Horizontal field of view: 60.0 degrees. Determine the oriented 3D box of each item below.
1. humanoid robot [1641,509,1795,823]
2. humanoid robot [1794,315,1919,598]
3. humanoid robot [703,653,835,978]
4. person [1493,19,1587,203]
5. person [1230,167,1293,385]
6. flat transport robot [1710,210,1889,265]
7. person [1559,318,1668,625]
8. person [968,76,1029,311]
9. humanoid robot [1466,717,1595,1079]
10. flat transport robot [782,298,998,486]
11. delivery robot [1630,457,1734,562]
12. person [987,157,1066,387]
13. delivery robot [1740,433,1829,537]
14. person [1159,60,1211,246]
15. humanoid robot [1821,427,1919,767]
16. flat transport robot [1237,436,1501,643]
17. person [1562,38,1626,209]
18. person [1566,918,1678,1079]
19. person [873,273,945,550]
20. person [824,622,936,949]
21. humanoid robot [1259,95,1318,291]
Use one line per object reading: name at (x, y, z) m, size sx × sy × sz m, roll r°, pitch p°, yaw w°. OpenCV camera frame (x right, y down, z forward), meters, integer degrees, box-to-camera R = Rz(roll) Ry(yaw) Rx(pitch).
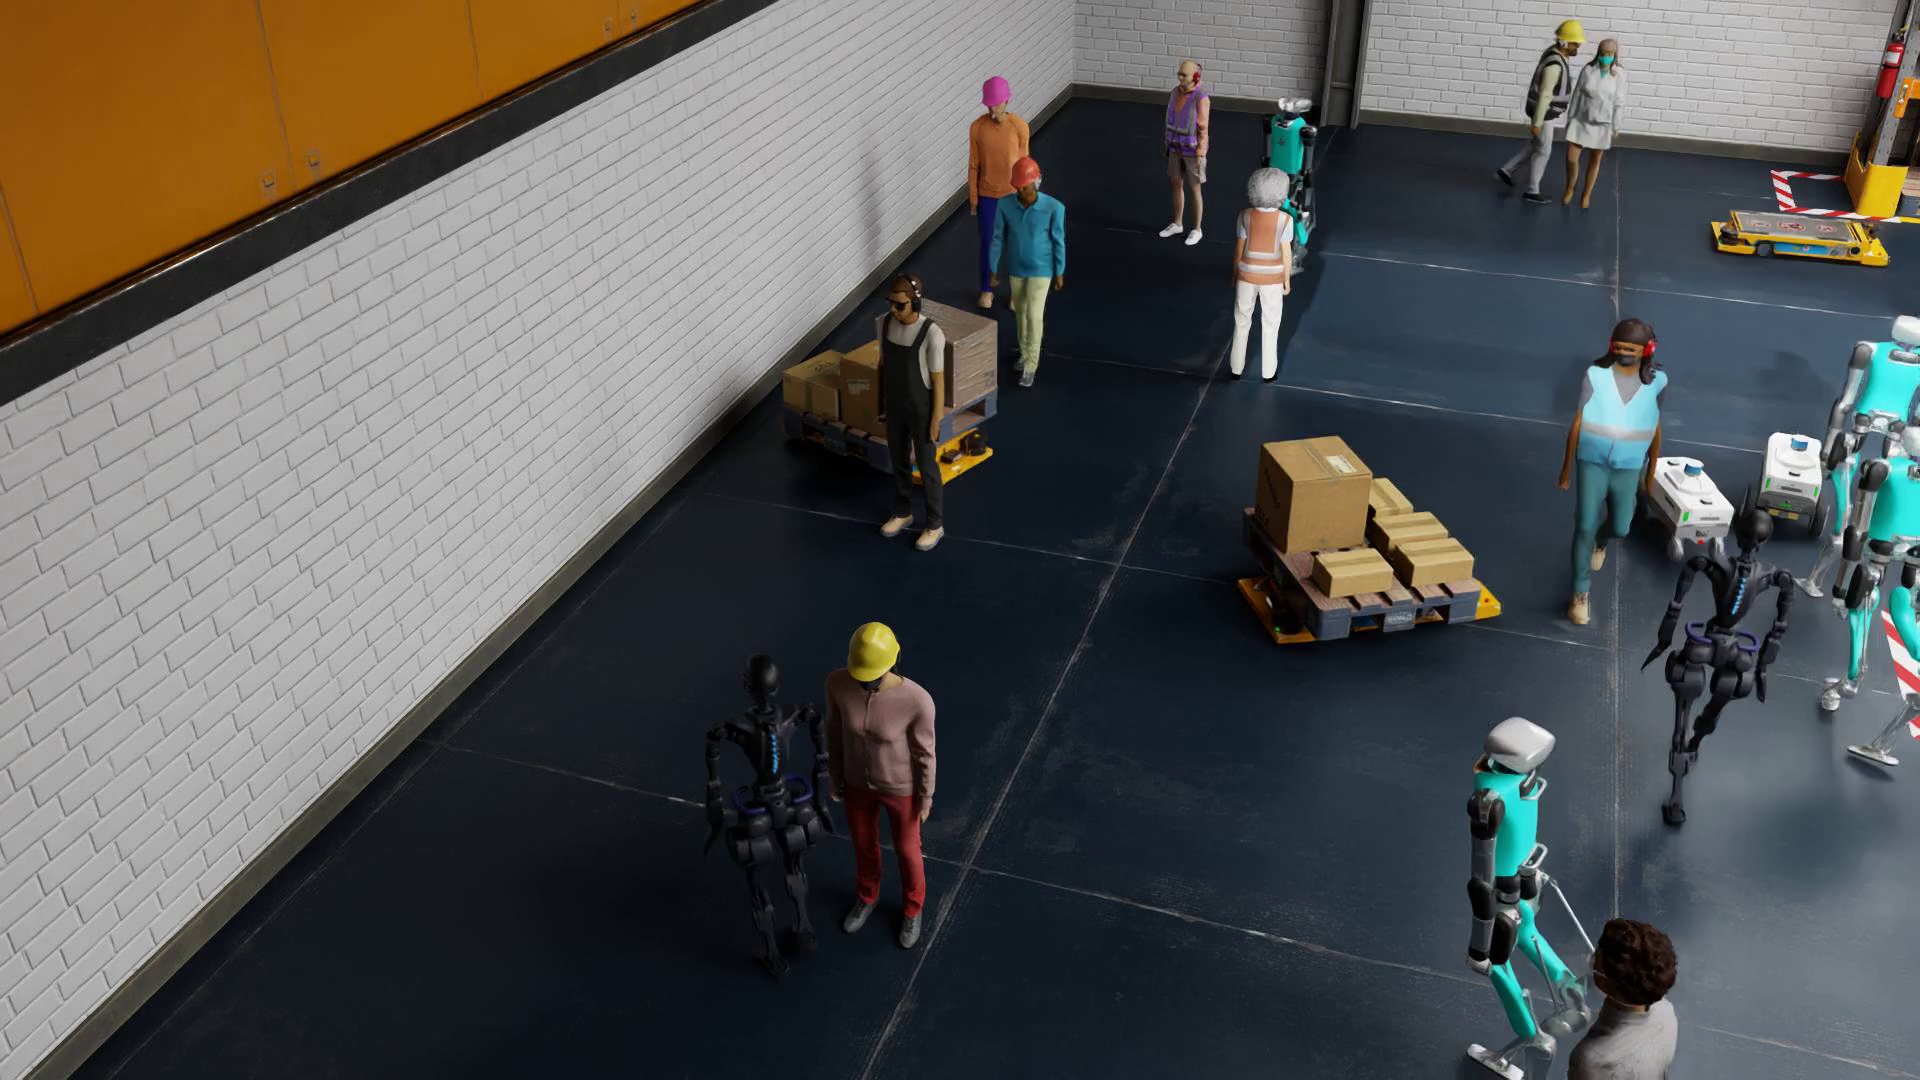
humanoid robot at (3.749, 0.578, 8.304) m, size 0.595 × 1.628 × 0.808 m, roll 9°, pitch 32°, yaw 15°
humanoid robot at (5.393, -0.381, 9.857) m, size 0.571 × 1.798 × 0.730 m, roll 11°, pitch 32°, yaw 18°
humanoid robot at (-0.829, 1.195, 7.207) m, size 0.589 × 1.657 × 0.333 m, roll -12°, pitch 33°, yaw -20°
person at (5.669, -4.195, 16.253) m, size 0.624 × 1.802 × 0.612 m, roll 10°, pitch 32°, yaw 16°
person at (2.280, -1.993, 12.611) m, size 0.455 × 1.687 × 0.304 m, roll 9°, pitch 32°, yaw 14°
flat transport robot at (7.750, -2.794, 15.379) m, size 1.431 × 0.231 × 0.659 m, roll 8°, pitch 31°, yaw 13°
person at (3.840, -0.447, 9.829) m, size 0.545 × 1.839 × 0.721 m, roll 7°, pitch 31°, yaw 12°
person at (0.318, -2.883, 13.859) m, size 0.518 × 1.972 × 0.404 m, roll 4°, pitch 31°, yaw 7°
humanoid robot at (2.308, 1.606, 6.545) m, size 0.793 × 1.883 × 0.536 m, roll 20°, pitch 36°, yaw 31°
flat transport robot at (-0.525, -0.760, 11.918) m, size 1.431 × 0.231 × 0.659 m, roll 22°, pitch 37°, yaw 33°
delivery robot at (4.678, -0.241, 10.762) m, size 0.499 × 0.604 × 0.801 m, roll -1°, pitch 30°, yaw -1°
person at (0.460, -2.031, 12.633) m, size 0.579 × 1.726 × 0.699 m, roll 14°, pitch 33°, yaw 22°
delivery robot at (5.502, -0.395, 11.029) m, size 0.499 × 0.609 × 0.805 m, roll 13°, pitch 33°, yaw 21°
person at (2.083, -3.568, 15.296) m, size 0.352 × 1.687 × 0.492 m, roll -24°, pitch 38°, yaw -34°
humanoid robot at (4.869, 0.375, 8.552) m, size 0.576 × 1.722 × 0.963 m, roll 0°, pitch 30°, yaw 1°
flat transport robot at (2.479, 0.307, 10.104) m, size 1.431 × 0.231 × 0.659 m, roll -7°, pitch 31°, yaw -11°
person at (6.124, -4.009, 16.072) m, size 0.521 × 1.645 × 0.412 m, roll 12°, pitch 33°, yaw 19°
person at (2.092, 2.027, 5.615) m, size 0.554 × 1.839 × 1.000 m, roll -26°, pitch 40°, yaw -37°
person at (-0.319, -0.819, 10.471) m, size 0.504 × 1.838 × 0.328 m, roll 21°, pitch 37°, yaw 32°
person at (-0.354, 1.086, 7.320) m, size 0.516 × 1.752 × 0.369 m, roll 12°, pitch 32°, yaw 19°
humanoid robot at (2.878, -2.955, 14.211) m, size 0.925 × 1.759 × 0.534 m, roll -24°, pitch 38°, yaw -35°
